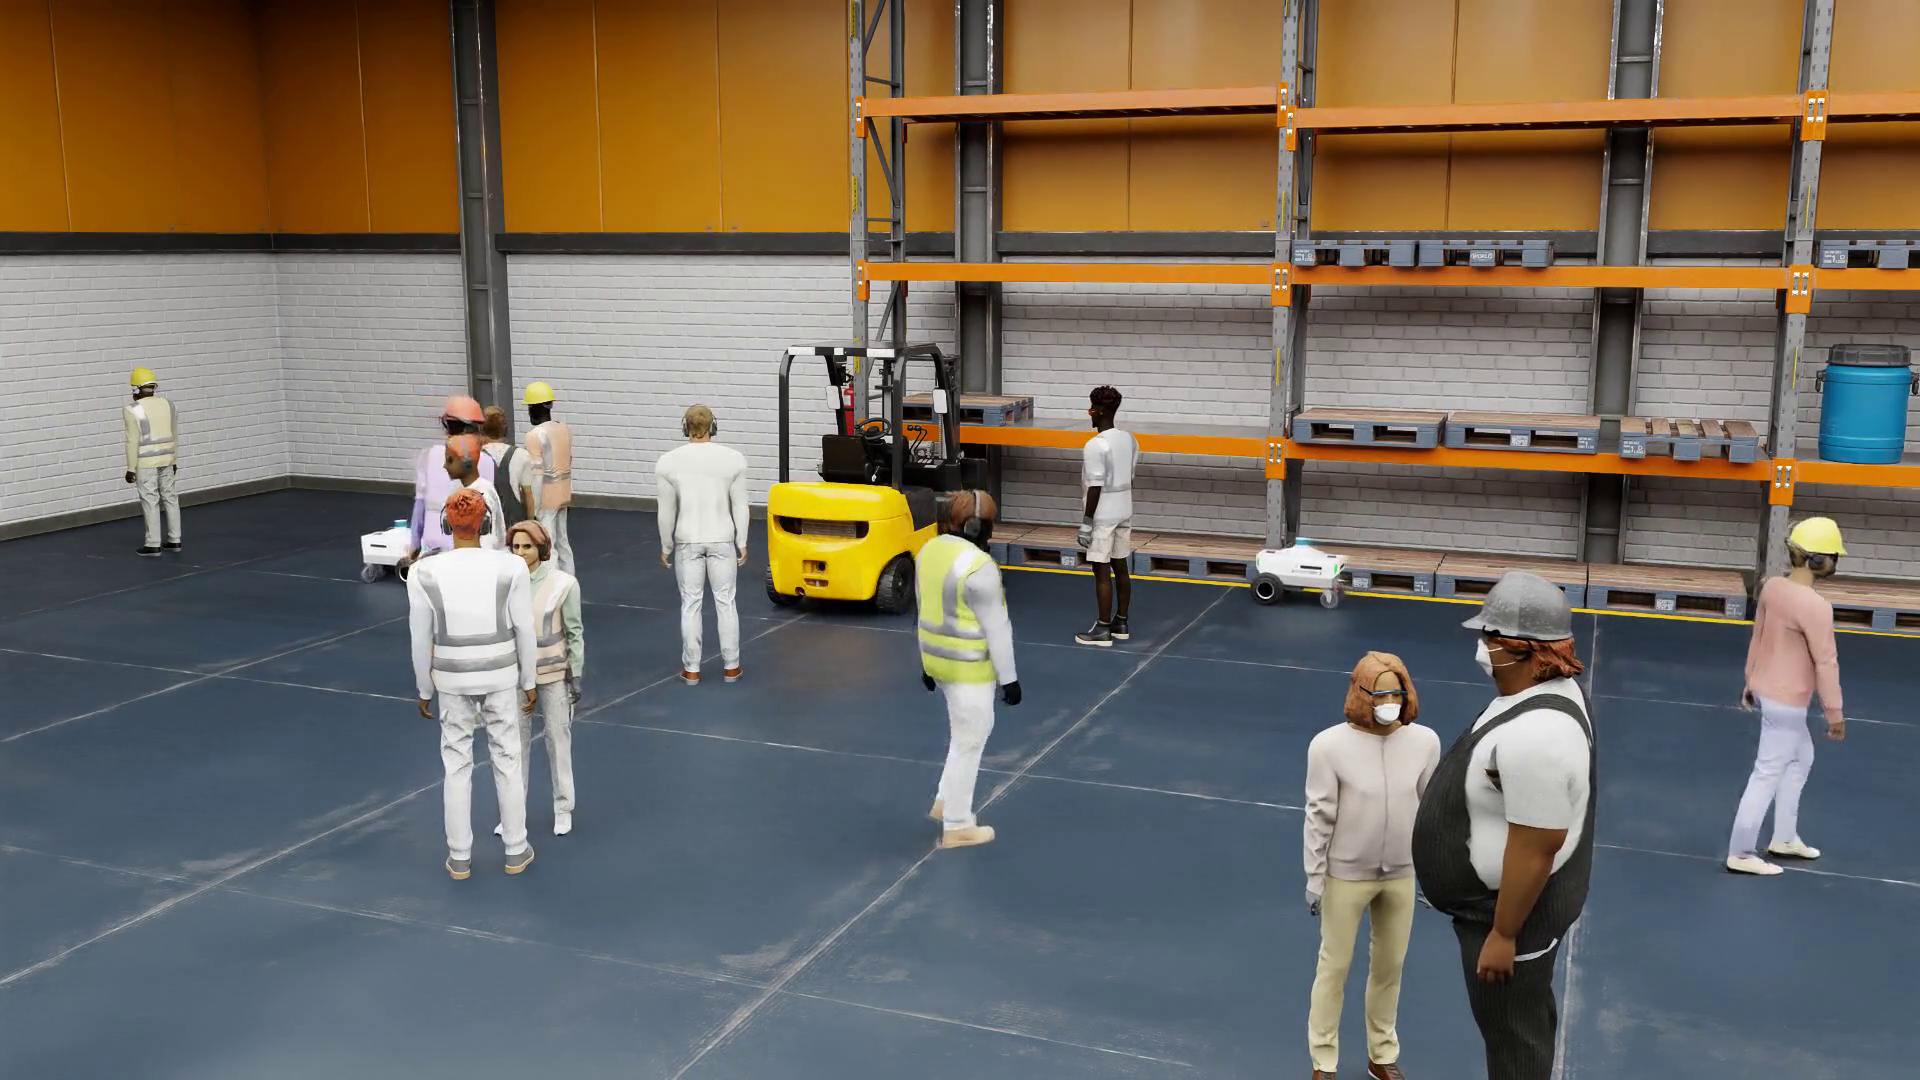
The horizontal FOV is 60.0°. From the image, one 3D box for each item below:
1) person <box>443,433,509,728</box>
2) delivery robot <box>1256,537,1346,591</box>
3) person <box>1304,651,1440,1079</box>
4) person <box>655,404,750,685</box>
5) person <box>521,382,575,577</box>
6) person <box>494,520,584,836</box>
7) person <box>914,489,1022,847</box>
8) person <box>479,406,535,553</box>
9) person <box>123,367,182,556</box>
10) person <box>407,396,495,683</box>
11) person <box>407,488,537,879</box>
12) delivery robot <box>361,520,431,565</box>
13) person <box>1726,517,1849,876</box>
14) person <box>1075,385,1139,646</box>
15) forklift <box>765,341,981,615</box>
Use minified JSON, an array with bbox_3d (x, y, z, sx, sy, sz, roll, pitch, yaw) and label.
[{"bbox_3d":[-2.922,0.256,10.383,0.538,1.867,0.600,-4,11,-20],"label":"person"},{"bbox_3d":[2.862,0.222,13.963,0.707,0.478,0.477,5,11,24],"label":"delivery robot"},{"bbox_3d":[1.444,1.186,5.844,0.507,1.632,0.273,-2,10,-13],"label":"person"},{"bbox_3d":[-1.758,0.036,11.426,0.627,1.933,0.372,-2,10,-11],"label":"person"},{"bbox_3d":[-3.320,-0.306,13.346,0.373,1.923,0.596,3,11,16],"label":"person"},{"bbox_3d":[-2.177,0.703,8.515,0.513,1.642,0.313,1,10,3],"label":"person"},{"bbox_3d":[0.040,0.646,8.341,0.460,1.823,0.626,-5,11,-25],"label":"person"},{"bbox_3d":[-3.378,-0.062,12.208,0.509,1.844,0.329,-5,11,-24],"label":"person"},{"bbox_3d":[-7.845,-0.759,16.126,0.404,1.835,0.587,4,11,23],"label":"person"},{"bbox_3d":[-3.491,0.004,11.506,0.627,1.982,0.906,5,11,27],"label":"person"},{"bbox_3d":[-2.308,0.686,7.940,0.575,1.882,0.355,-3,10,-14],"label":"person"},{"bbox_3d":[-4.980,0.063,14.850,0.707,0.478,0.477,4,11,21],"label":"delivery robot"},{"bbox_3d":[4.014,0.755,7.919,0.661,1.740,0.553,1,10,3],"label":"person"},{"bbox_3d":[1.102,-0.184,12.550,0.368,1.967,0.600,8,13,37],"label":"person"},{"bbox_3d":[-0.739,-0.602,14.246,1.214,2.155,2.313,4,11,21],"label":"forklift"}]
